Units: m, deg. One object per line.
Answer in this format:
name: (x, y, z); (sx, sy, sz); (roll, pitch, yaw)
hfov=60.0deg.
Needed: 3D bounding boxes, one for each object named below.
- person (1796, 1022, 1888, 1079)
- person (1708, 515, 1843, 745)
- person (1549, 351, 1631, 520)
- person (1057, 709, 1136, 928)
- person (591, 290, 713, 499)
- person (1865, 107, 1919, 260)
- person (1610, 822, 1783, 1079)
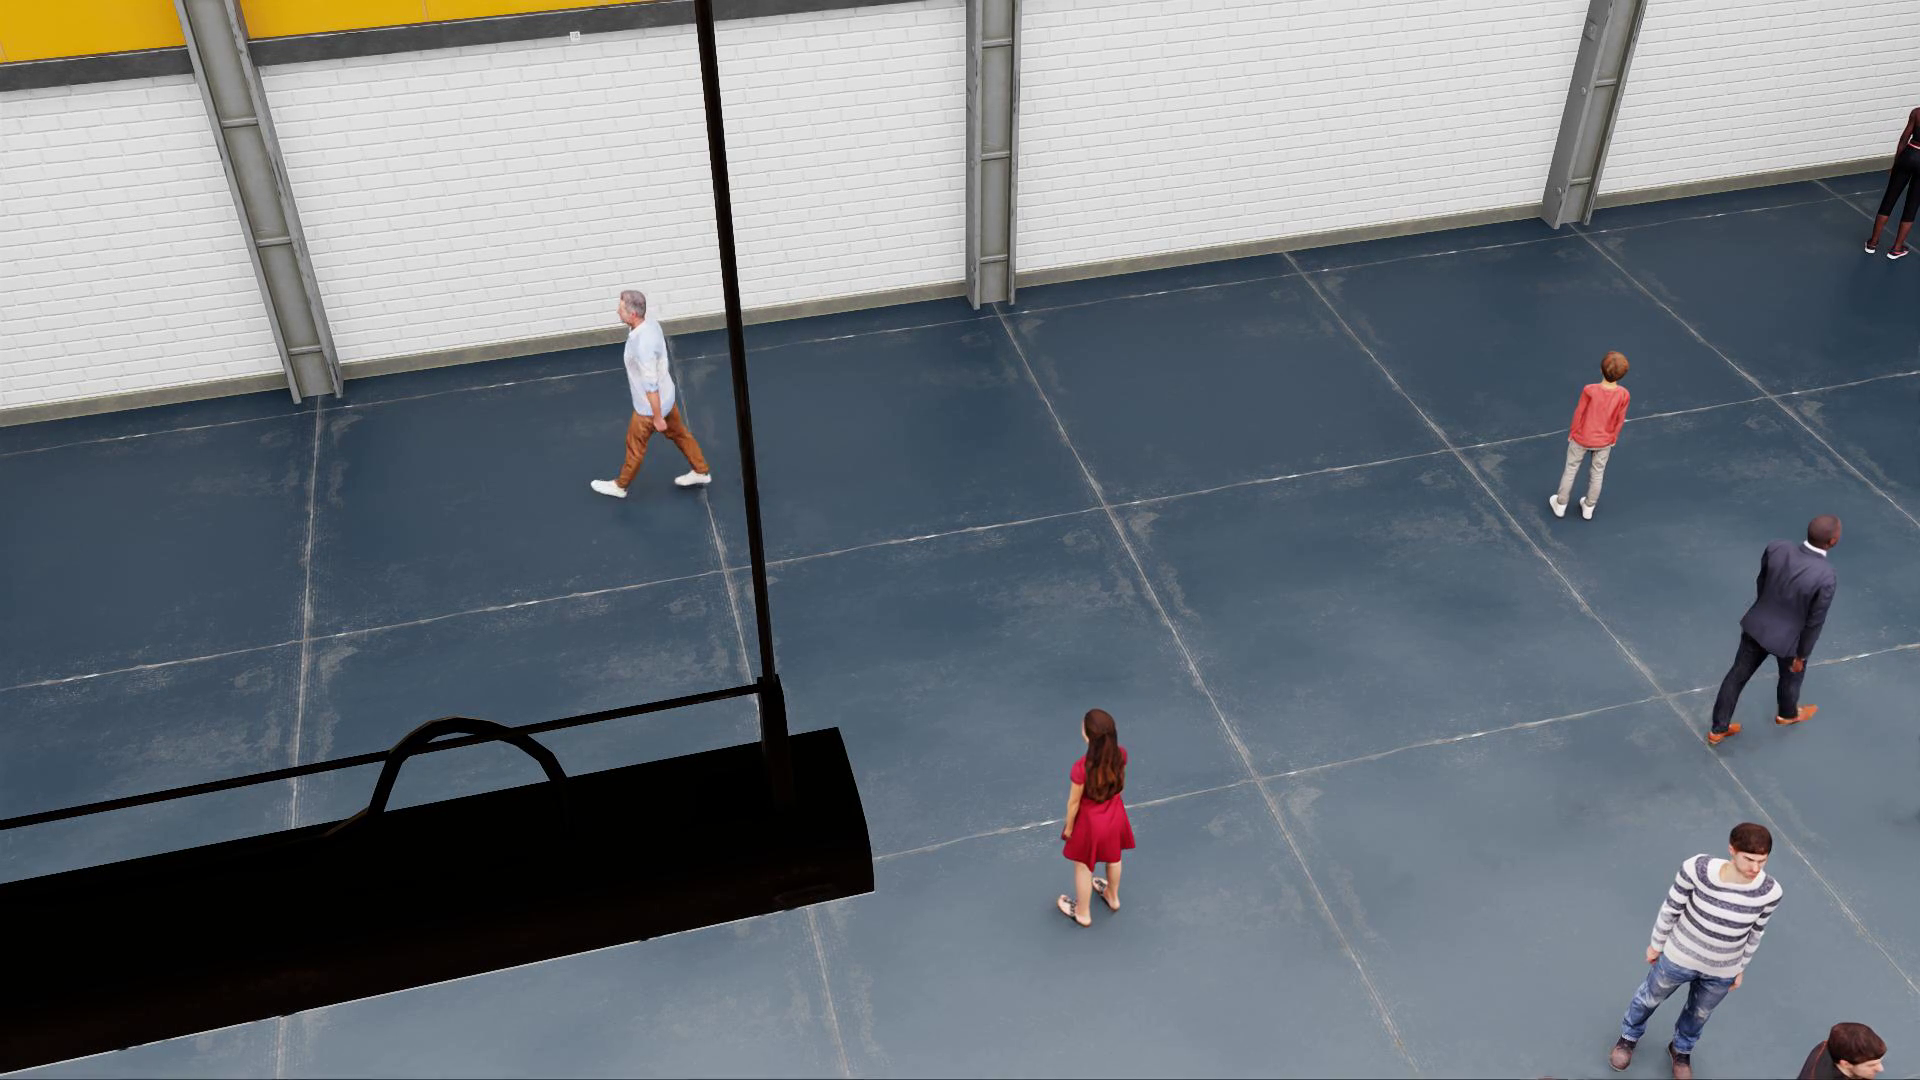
person: (3.858, 2.829, 7.674); (0.847, 1.838, 0.764); (23, 44, 26)
person: (5.089, 0.617, 10.476); (1.094, 1.797, 0.861); (-18, 42, -21)
person: (4.778, -0.783, 12.536); (0.527, 1.415, 0.636); (6, 39, 8)
person: (0.783, 1.577, 9.475); (0.628, 1.548, 0.693); (-22, 44, -25)
person: (-2.240, -1.079, 12.614); (1.208, 1.779, 0.864); (-2, 39, -3)
person: (8.990, -3.503, 15.668); (0.676, 1.755, 0.707); (27, 46, 29)
person: (3.814, 2.112, 8.559); (0.677, 1.854, 0.785); (13, 40, 15)
